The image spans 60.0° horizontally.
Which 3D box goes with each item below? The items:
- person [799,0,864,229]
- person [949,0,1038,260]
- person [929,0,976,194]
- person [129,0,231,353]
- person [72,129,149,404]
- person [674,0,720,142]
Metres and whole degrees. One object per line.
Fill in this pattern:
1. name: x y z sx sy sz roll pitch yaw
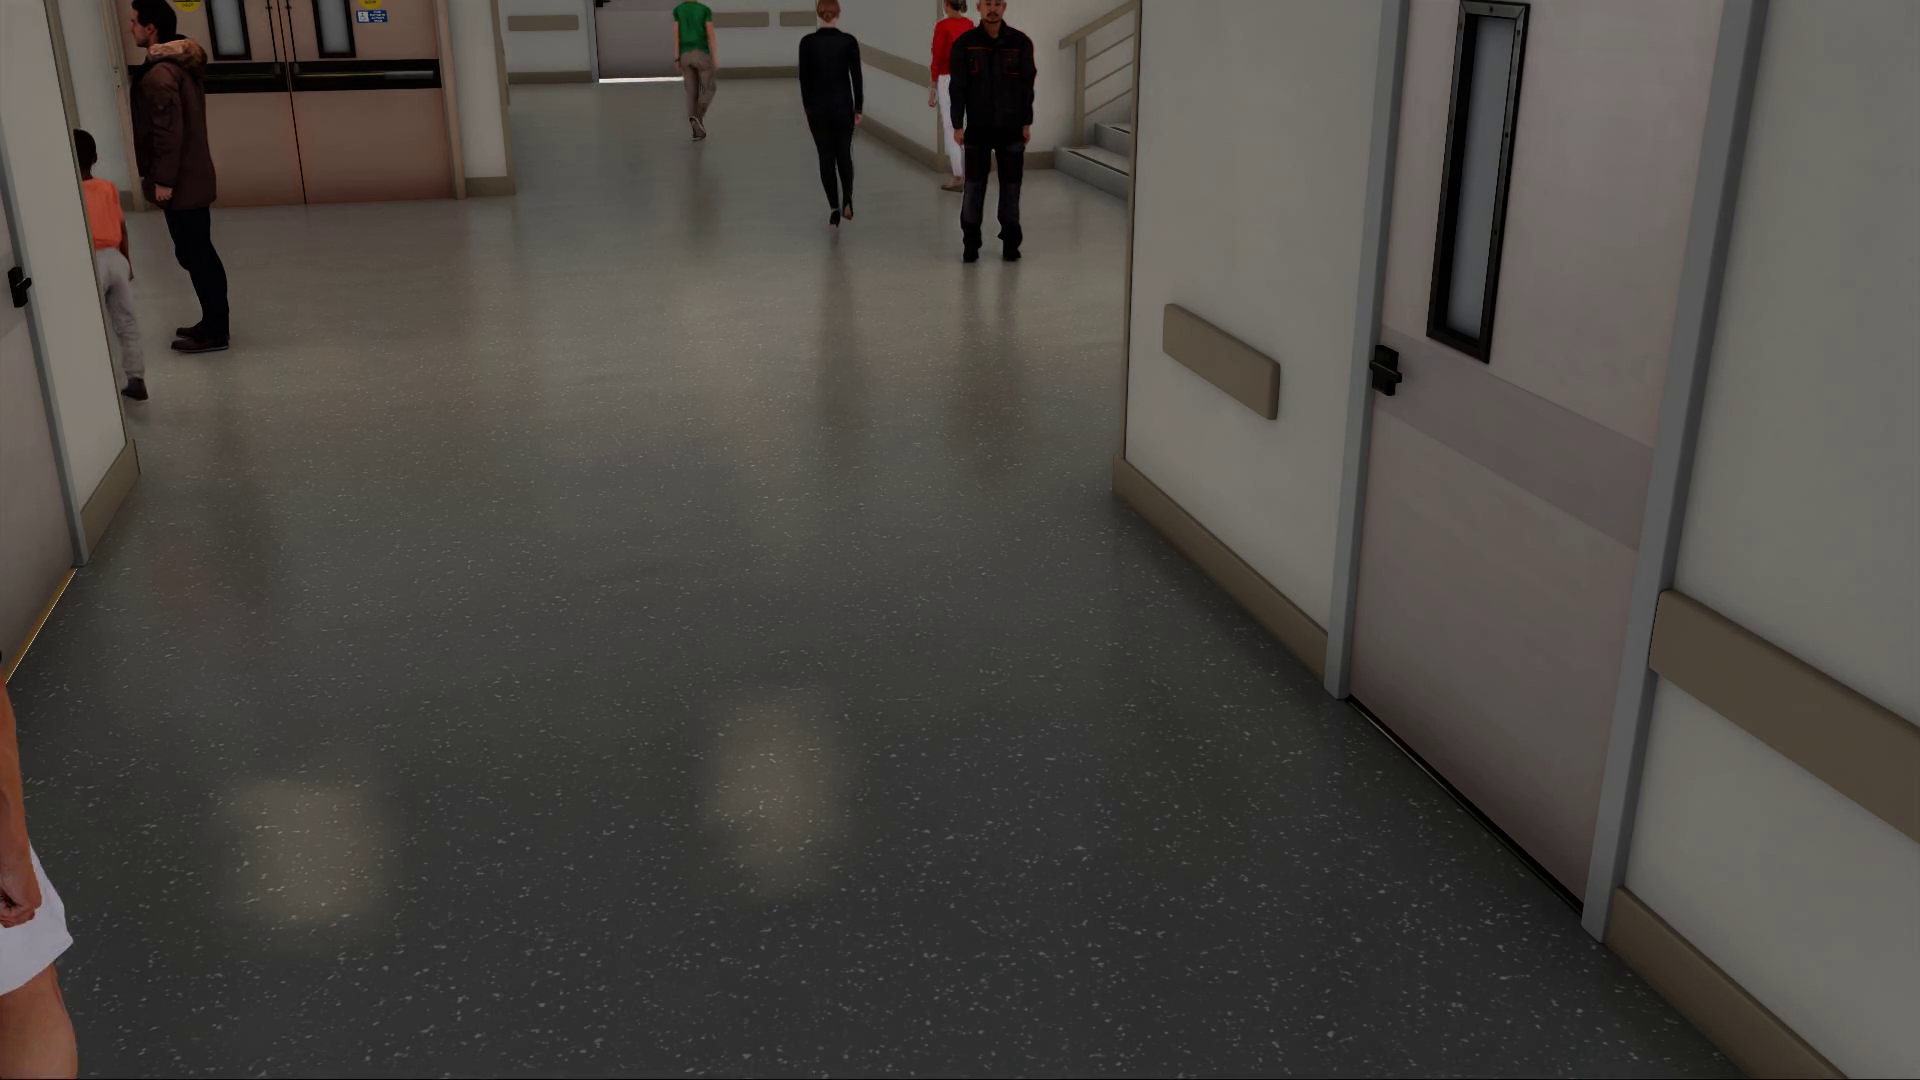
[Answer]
1. person: -0.954 -3.140 12.305 0.613 1.674 0.706 -2 21 -6
2. person: 0.225 -2.837 11.239 0.583 1.862 0.840 -3 21 -7
3. person: 0.007 -3.749 13.898 0.688 1.684 0.745 -18 27 -39
4. person: -4.172 -1.949 8.915 0.652 1.848 0.742 -6 22 -15
5. person: -4.079 -1.279 7.931 0.800 1.291 0.805 18 27 39
6. person: -2.728 -4.915 17.040 0.815 1.639 0.823 3 21 8
